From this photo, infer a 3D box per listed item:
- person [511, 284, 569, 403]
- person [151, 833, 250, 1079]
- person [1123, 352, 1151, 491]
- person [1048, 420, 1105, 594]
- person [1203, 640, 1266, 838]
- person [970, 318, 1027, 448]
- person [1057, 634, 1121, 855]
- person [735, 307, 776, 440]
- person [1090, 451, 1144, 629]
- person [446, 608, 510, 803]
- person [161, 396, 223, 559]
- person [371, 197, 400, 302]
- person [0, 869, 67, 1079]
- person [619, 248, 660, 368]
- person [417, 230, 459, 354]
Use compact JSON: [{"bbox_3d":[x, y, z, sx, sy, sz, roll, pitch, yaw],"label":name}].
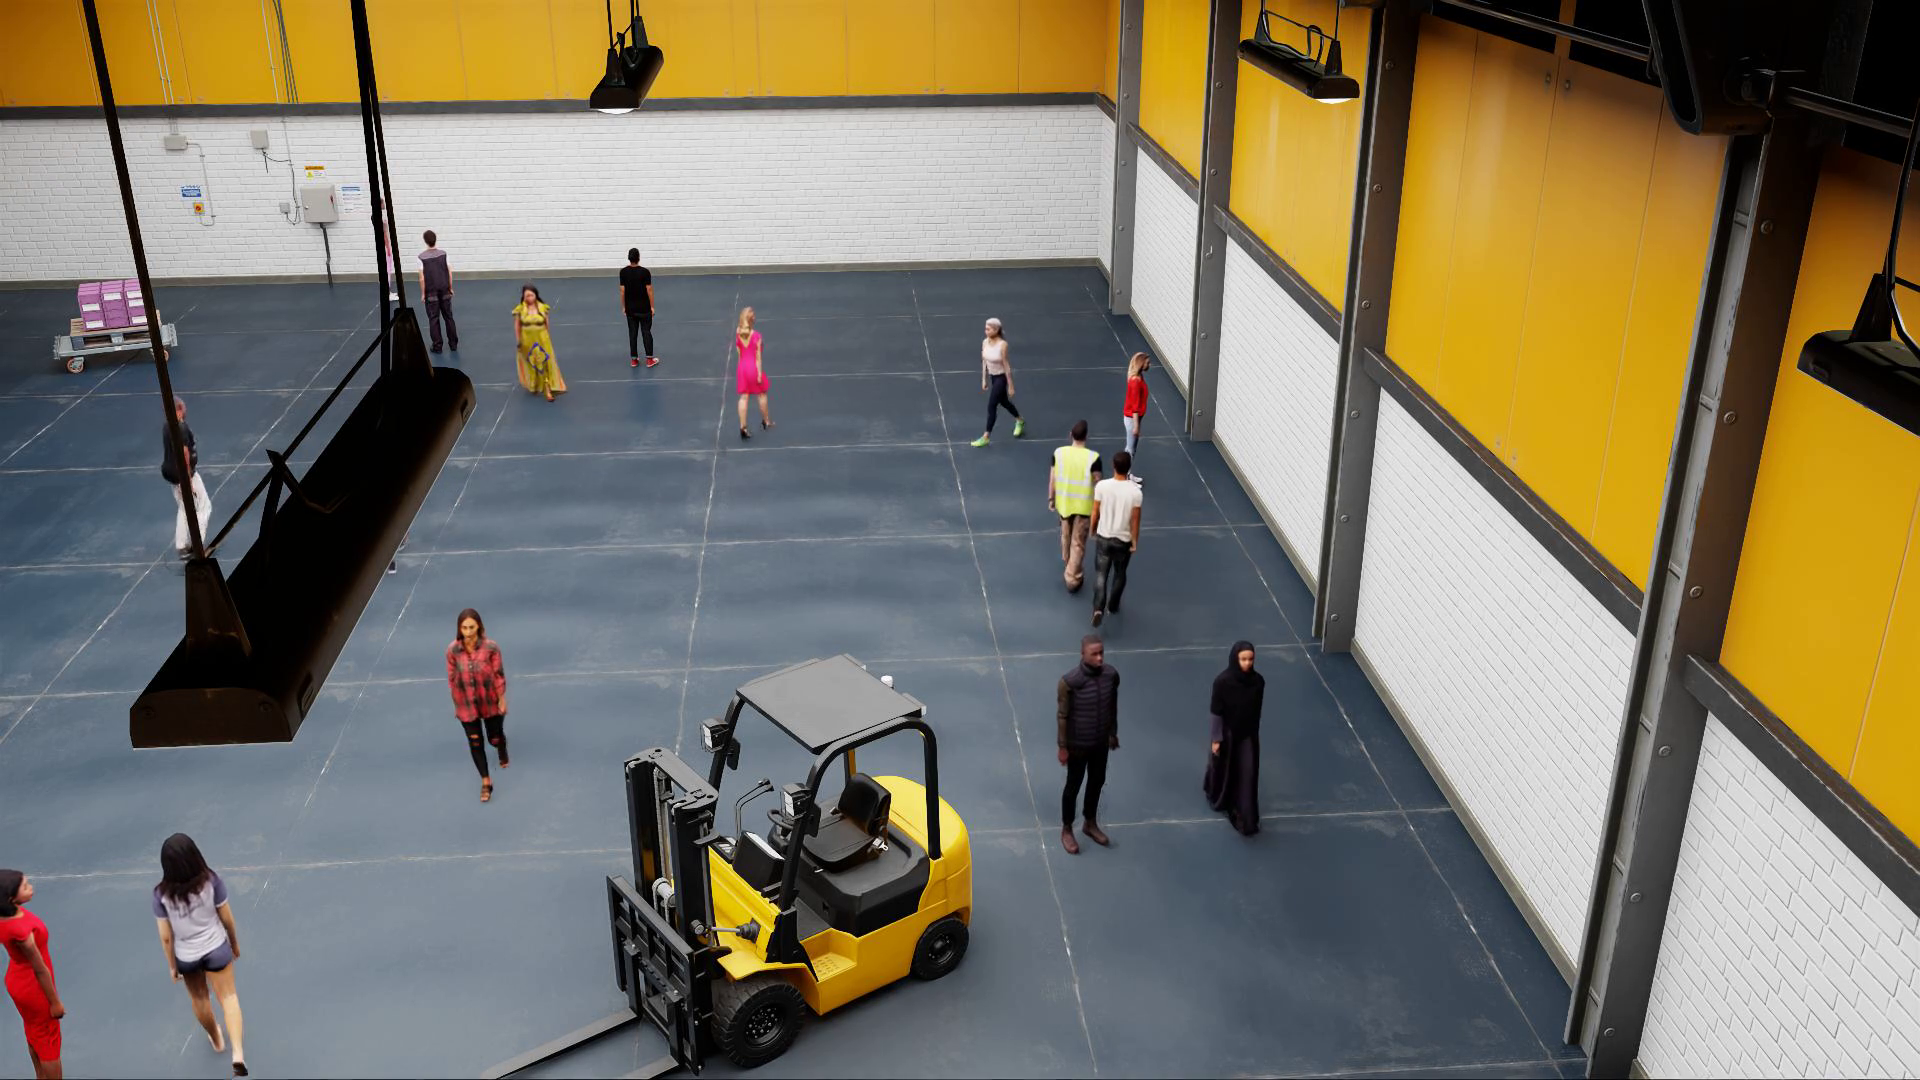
[{"bbox_3d":[-5.913,-2.735,23.009,1.029,1.598,1.337,-11,26,-23],"label":"person"},{"bbox_3d":[-4.788,2.661,10.523,0.875,1.712,1.080,-14,27,-29],"label":"person"},{"bbox_3d":[2.084,-1.439,19.914,0.700,1.702,0.500,2,24,4],"label":"person"},{"bbox_3d":[1.179,-0.316,17.224,1.008,1.799,1.217,8,25,18],"label":"person"},{"bbox_3d":[2.170,1.499,13.309,0.583,1.609,1.091,-2,24,-5],"label":"person"},{"bbox_3d":[0.580,-2.040,21.345,1.126,1.658,1.231,-18,30,-36],"label":"person"},{"bbox_3d":[0.988,1.553,12.903,0.774,1.836,0.721,-12,26,-26],"label":"person"},{"bbox_3d":[-2.763,-2.130,21.494,0.863,1.703,0.979,13,27,27],"label":"person"},{"bbox_3d":[1.509,0.014,16.489,0.845,1.783,1.123,2,24,5],"label":"person"},{"bbox_3d":[-3.937,1.303,13.654,0.604,1.691,0.760,-2,24,-4],"label":"person"},{"bbox_3d":[-8.458,-0.640,18.013,0.896,1.761,0.825,-15,28,-31],"label":"person"},{"bbox_3d":[-9.602,-4.865,27.702,0.706,1.741,0.597,-15,28,-31],"label":"person"},{"bbox_3d":[-5.695,2.775,10.223,0.633,1.743,0.708,21,31,40],"label":"person"},{"bbox_3d":[-4.715,-3.410,24.354,0.672,1.758,0.611,2,24,5],"label":"person"},{"bbox_3d":[-7.856,-3.739,24.991,0.741,1.849,0.747,-16,28,-32],"label":"person"}]
